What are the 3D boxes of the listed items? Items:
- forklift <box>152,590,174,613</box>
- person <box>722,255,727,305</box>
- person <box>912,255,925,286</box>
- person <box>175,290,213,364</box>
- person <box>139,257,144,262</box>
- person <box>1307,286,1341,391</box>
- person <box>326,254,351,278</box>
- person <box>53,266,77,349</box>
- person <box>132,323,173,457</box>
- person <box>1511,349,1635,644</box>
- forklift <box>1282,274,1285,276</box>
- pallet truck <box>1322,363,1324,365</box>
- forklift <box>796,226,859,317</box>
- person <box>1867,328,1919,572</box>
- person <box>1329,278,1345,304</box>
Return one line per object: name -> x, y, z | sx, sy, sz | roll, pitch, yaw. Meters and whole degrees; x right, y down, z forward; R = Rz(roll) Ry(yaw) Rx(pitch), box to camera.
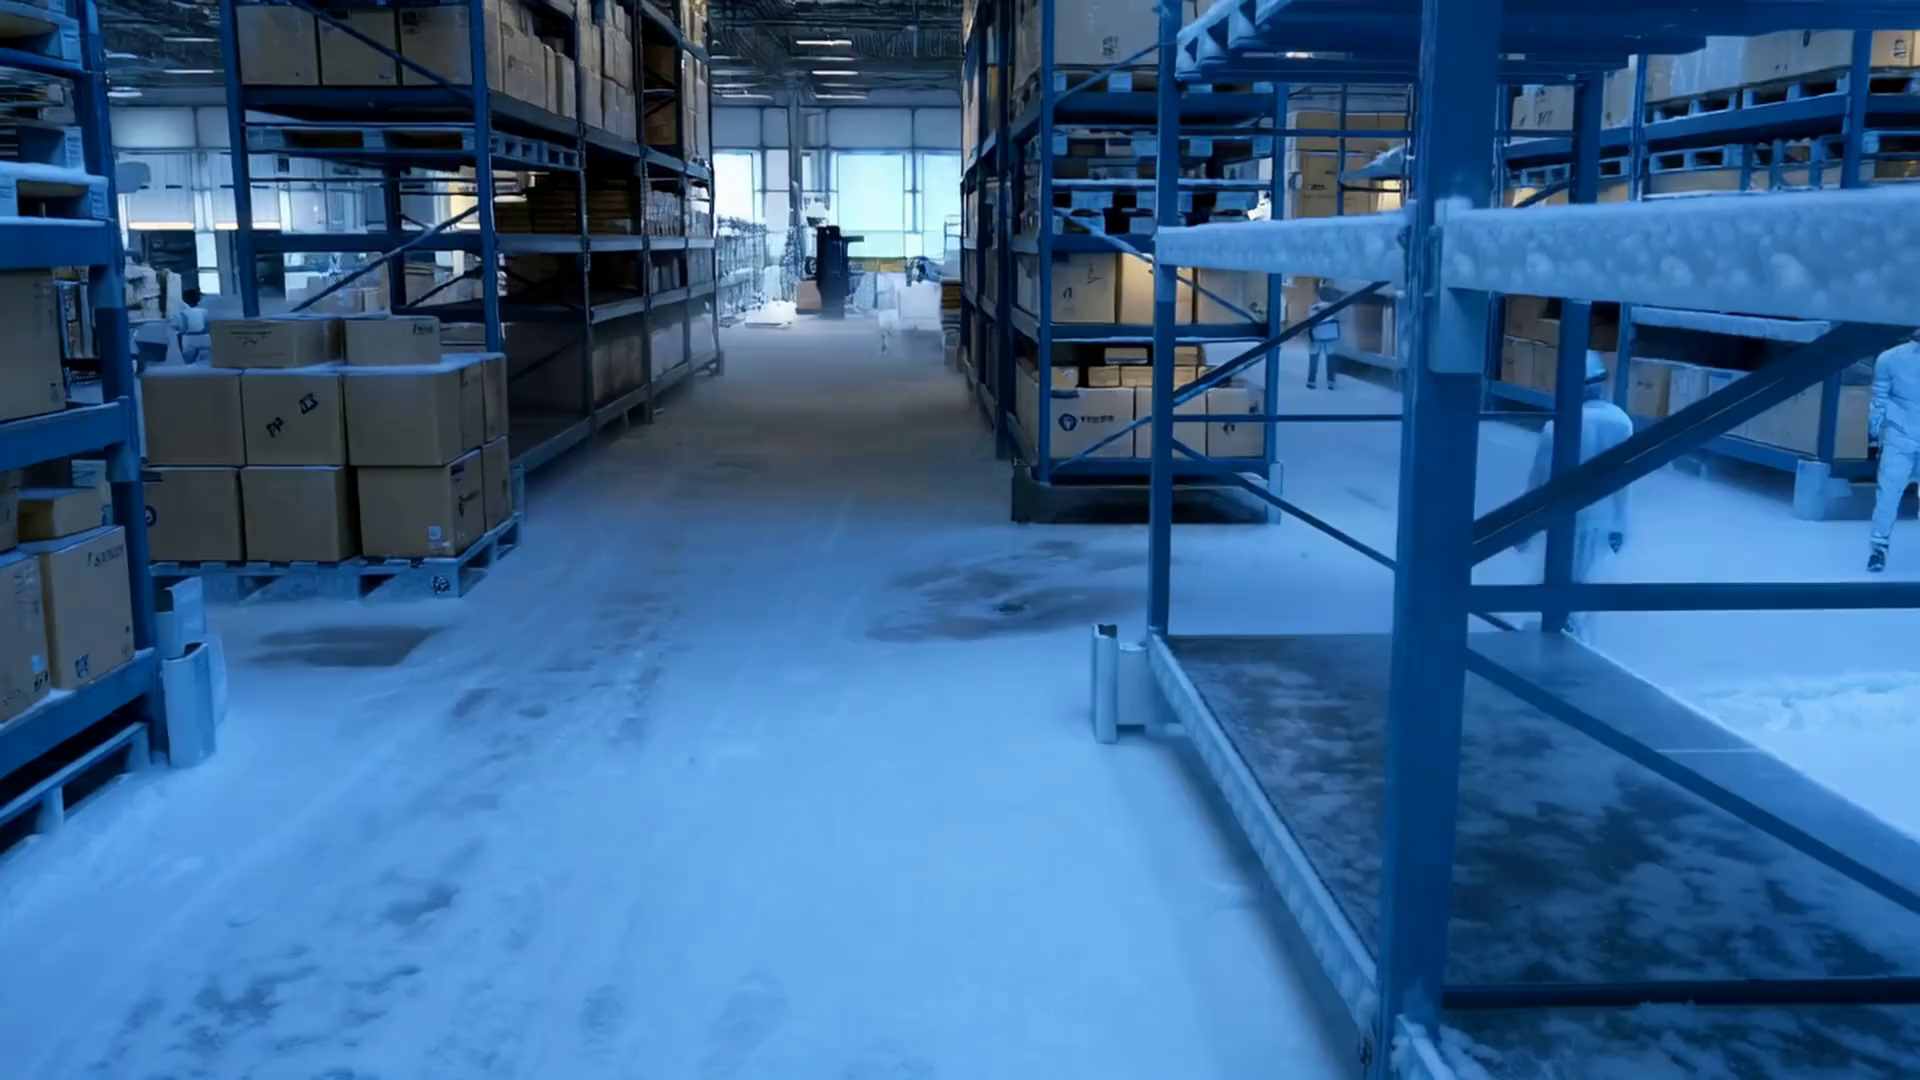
forklift -> -5.858, -0.811, 9.639 | 1.873, 2.768, 1.129 | -1, 10, -3
person -> -8.749, -9.601, 61.520 | 0.430, 1.839, 0.619 | -5, 11, -24
person -> -1.527, -8.872, 57.247 | 0.917, 1.901, 0.661 | 4, 11, 23
person -> -11.088, -2.801, 24.155 | 0.536, 1.653, 0.891 | -6, 12, -31
person -> -26.302, -8.176, 53.502 | 0.531, 1.866, 0.595 | -6, 12, -32
person -> 5.788, -3.208, 26.415 | 0.545, 1.649, 0.888 | 0, 10, 0
person -> -17.369, -7.070, 46.846 | 0.901, 2.000, 0.703 | 6, 12, 32
person -> -19.737, -5.176, 36.563 | 0.735, 1.938, 0.634 | 8, 13, 36
person -> -6.309, -0.804, 12.794 | 0.660, 1.737, 0.546 | 3, 11, 17
person -> 3.161, -0.094, 8.617 | 0.585, 1.802, 0.475 | -8, 13, -37
forklift -> 12.224, -10.385, 62.972 | 1.129, 2.768, 1.873 | 0, 10, -2
pallet truck -> 7.712, -4.157, 30.737 | 1.885, 1.965, 0.823 | 3, 11, 16
forklift -> -4.106, -8.376, 51.783 | 1.873, 2.768, 1.129 | 6, 12, 29
person -> 6.771, -0.696, 11.746 | 0.651, 1.899, 0.398 | 5, 11, 24
person -> 8.712, -5.493, 38.364 | 1.039, 1.941, 0.619 | -4, 11, -21
